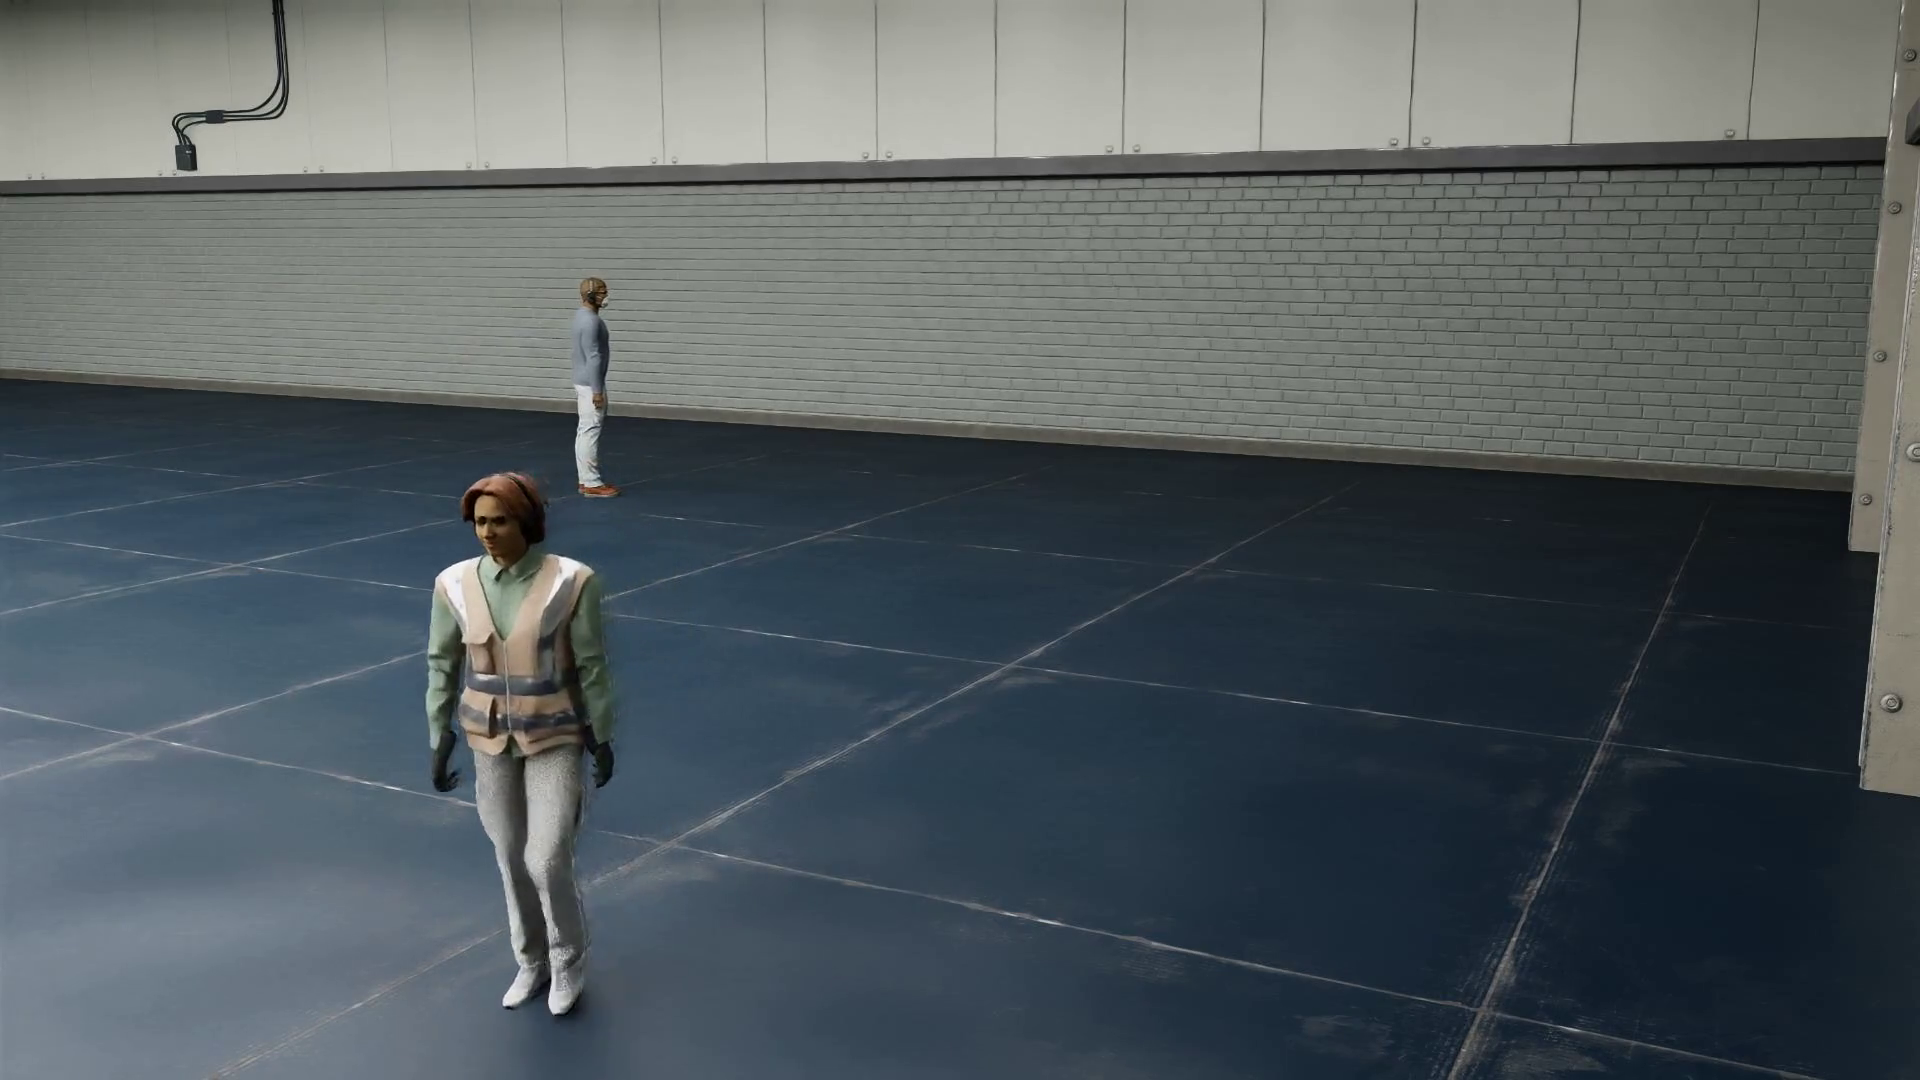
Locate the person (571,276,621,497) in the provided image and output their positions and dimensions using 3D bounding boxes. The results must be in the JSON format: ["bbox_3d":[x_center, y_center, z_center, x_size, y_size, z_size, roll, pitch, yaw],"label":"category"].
[{"bbox_3d":[-3.241,-1.347,14.672,0.372,1.939,0.629,-4,11,-19],"label":"person"}]

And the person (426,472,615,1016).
[{"bbox_3d":[-1.284,0.608,4.864,0.540,1.621,0.435,2,11,9],"label":"person"}]
